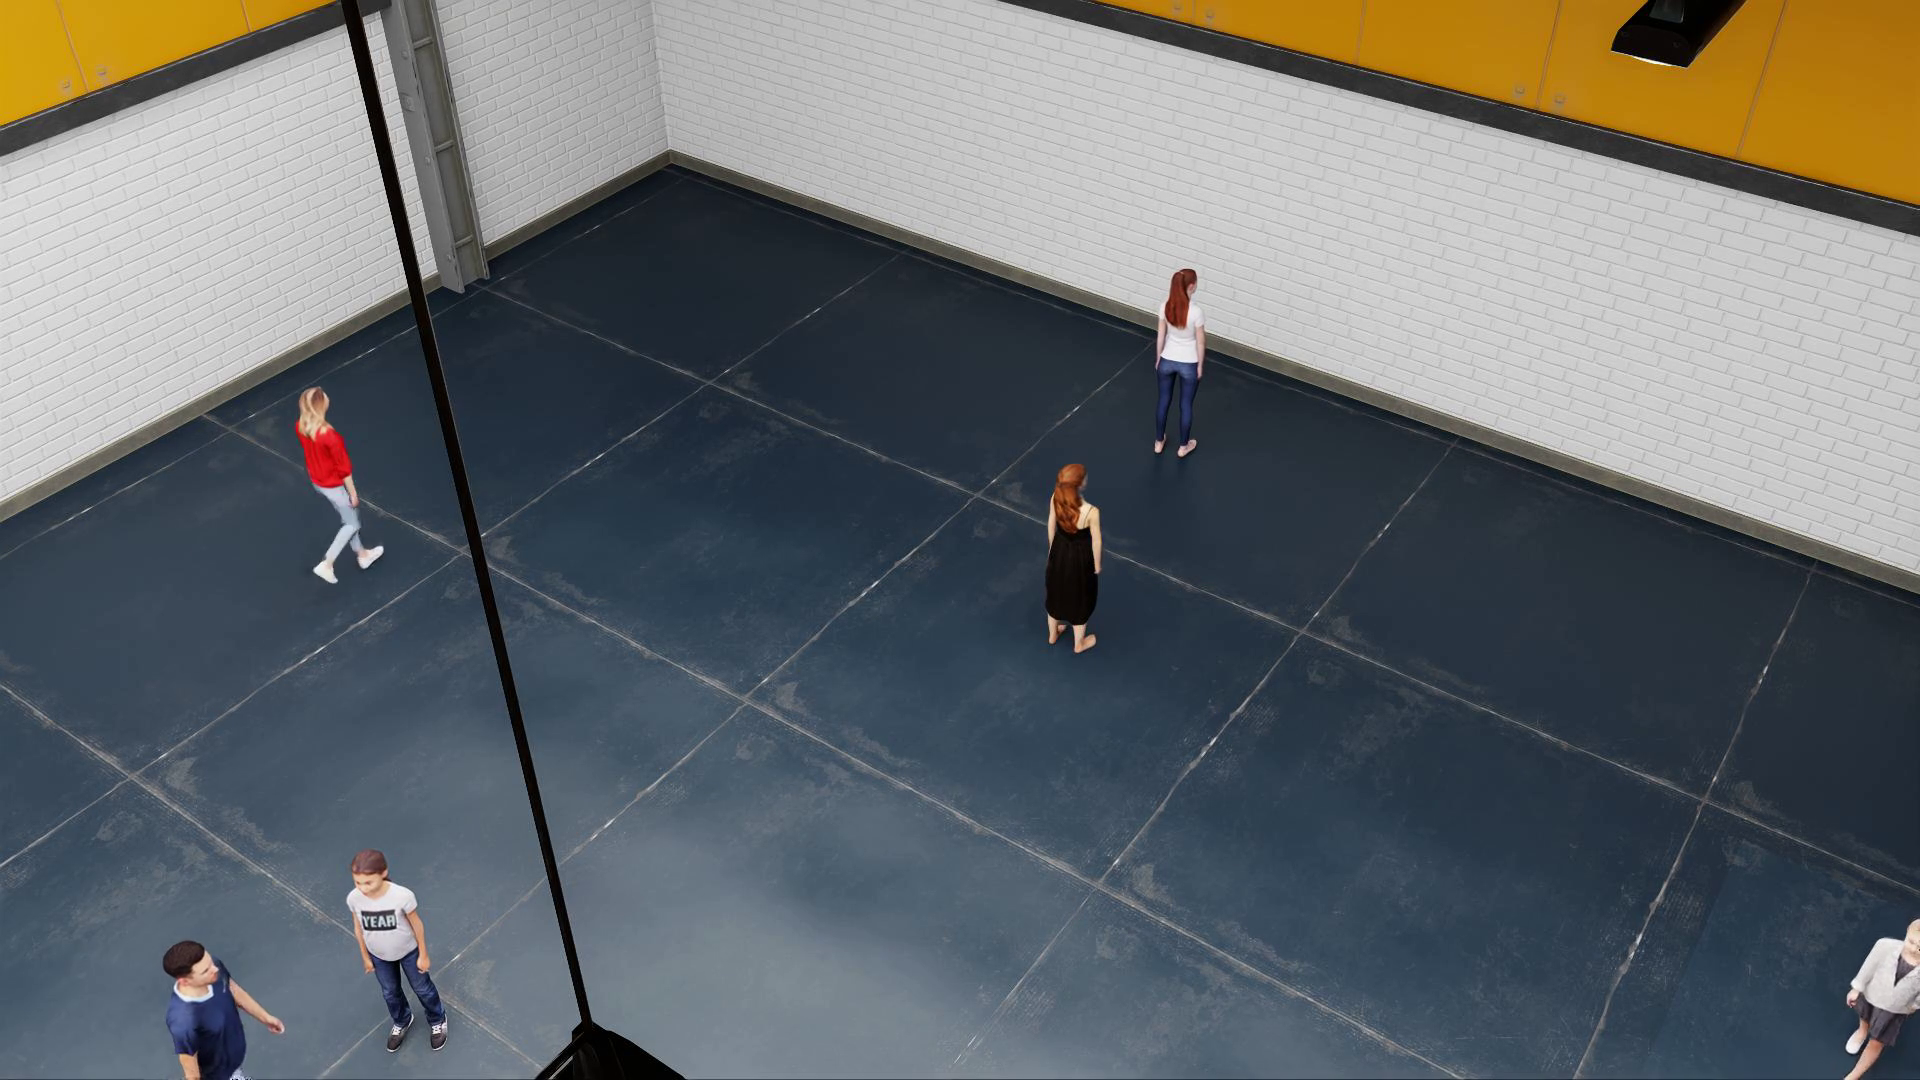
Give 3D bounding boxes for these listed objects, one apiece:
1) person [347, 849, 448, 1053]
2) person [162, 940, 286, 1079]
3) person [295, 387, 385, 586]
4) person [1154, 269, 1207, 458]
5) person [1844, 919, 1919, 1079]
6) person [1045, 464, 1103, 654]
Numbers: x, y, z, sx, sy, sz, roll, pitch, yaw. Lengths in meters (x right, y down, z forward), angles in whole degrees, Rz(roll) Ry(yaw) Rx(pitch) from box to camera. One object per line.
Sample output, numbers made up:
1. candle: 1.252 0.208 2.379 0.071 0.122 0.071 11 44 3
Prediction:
1. person: -3.193 2.293 9.387 0.625 1.563 0.671 -1 39 -2
2. person: -3.948 2.707 8.680 1.163 1.798 1.129 -5 39 -6
3. person: -4.813 -0.376 12.628 0.672 1.689 0.927 20 43 24
4. person: 1.833 -1.475 13.965 0.604 1.738 0.578 16 41 19
5. person: 5.235 2.525 9.349 0.884 1.247 0.603 -30 47 -32
6. person: 0.806 0.126 12.050 0.573 1.625 0.562 21 43 24
